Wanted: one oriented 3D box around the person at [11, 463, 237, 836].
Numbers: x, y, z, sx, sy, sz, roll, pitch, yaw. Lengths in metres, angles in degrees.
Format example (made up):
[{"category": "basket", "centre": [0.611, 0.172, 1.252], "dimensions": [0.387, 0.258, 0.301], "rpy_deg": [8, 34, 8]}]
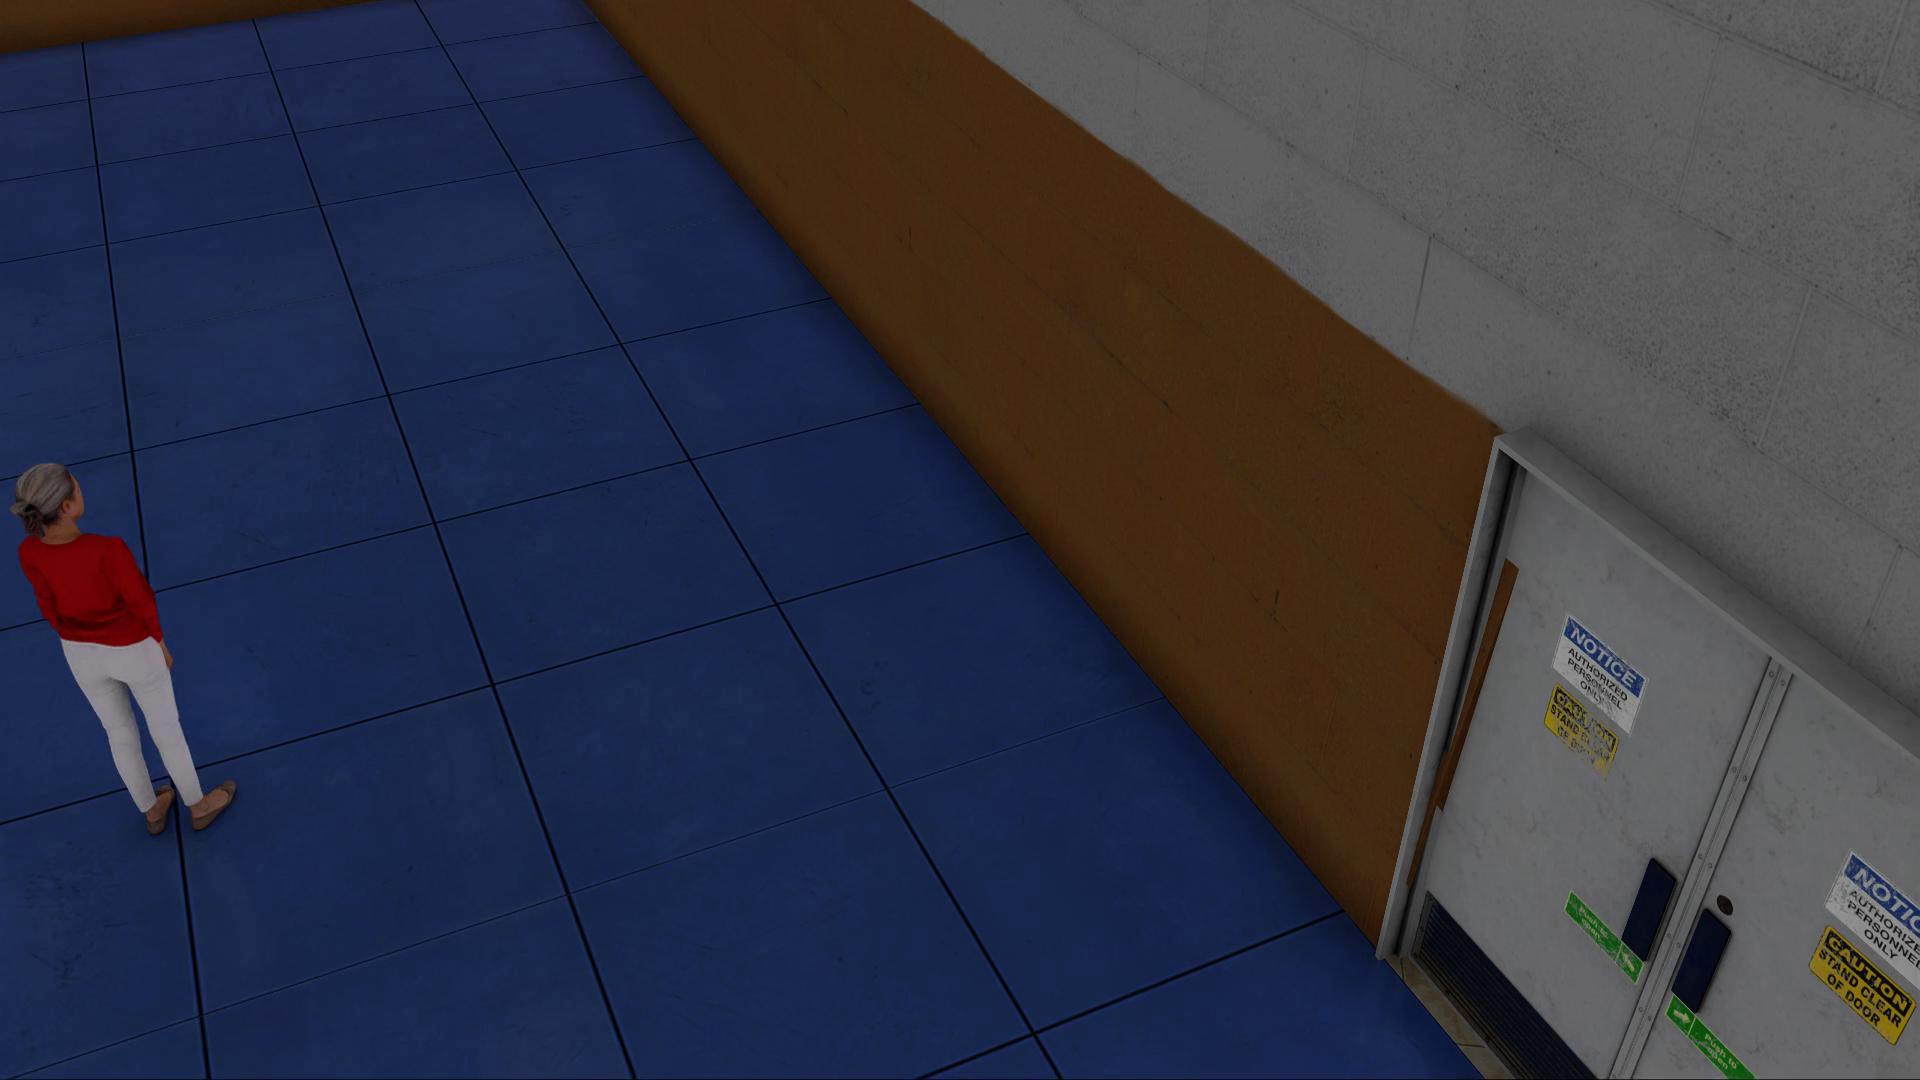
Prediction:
[{"category": "person", "centre": [-3.159, 0.438, 6.225], "dimensions": [0.572, 1.696, 0.677], "rpy_deg": [-1, 37, -1]}]
